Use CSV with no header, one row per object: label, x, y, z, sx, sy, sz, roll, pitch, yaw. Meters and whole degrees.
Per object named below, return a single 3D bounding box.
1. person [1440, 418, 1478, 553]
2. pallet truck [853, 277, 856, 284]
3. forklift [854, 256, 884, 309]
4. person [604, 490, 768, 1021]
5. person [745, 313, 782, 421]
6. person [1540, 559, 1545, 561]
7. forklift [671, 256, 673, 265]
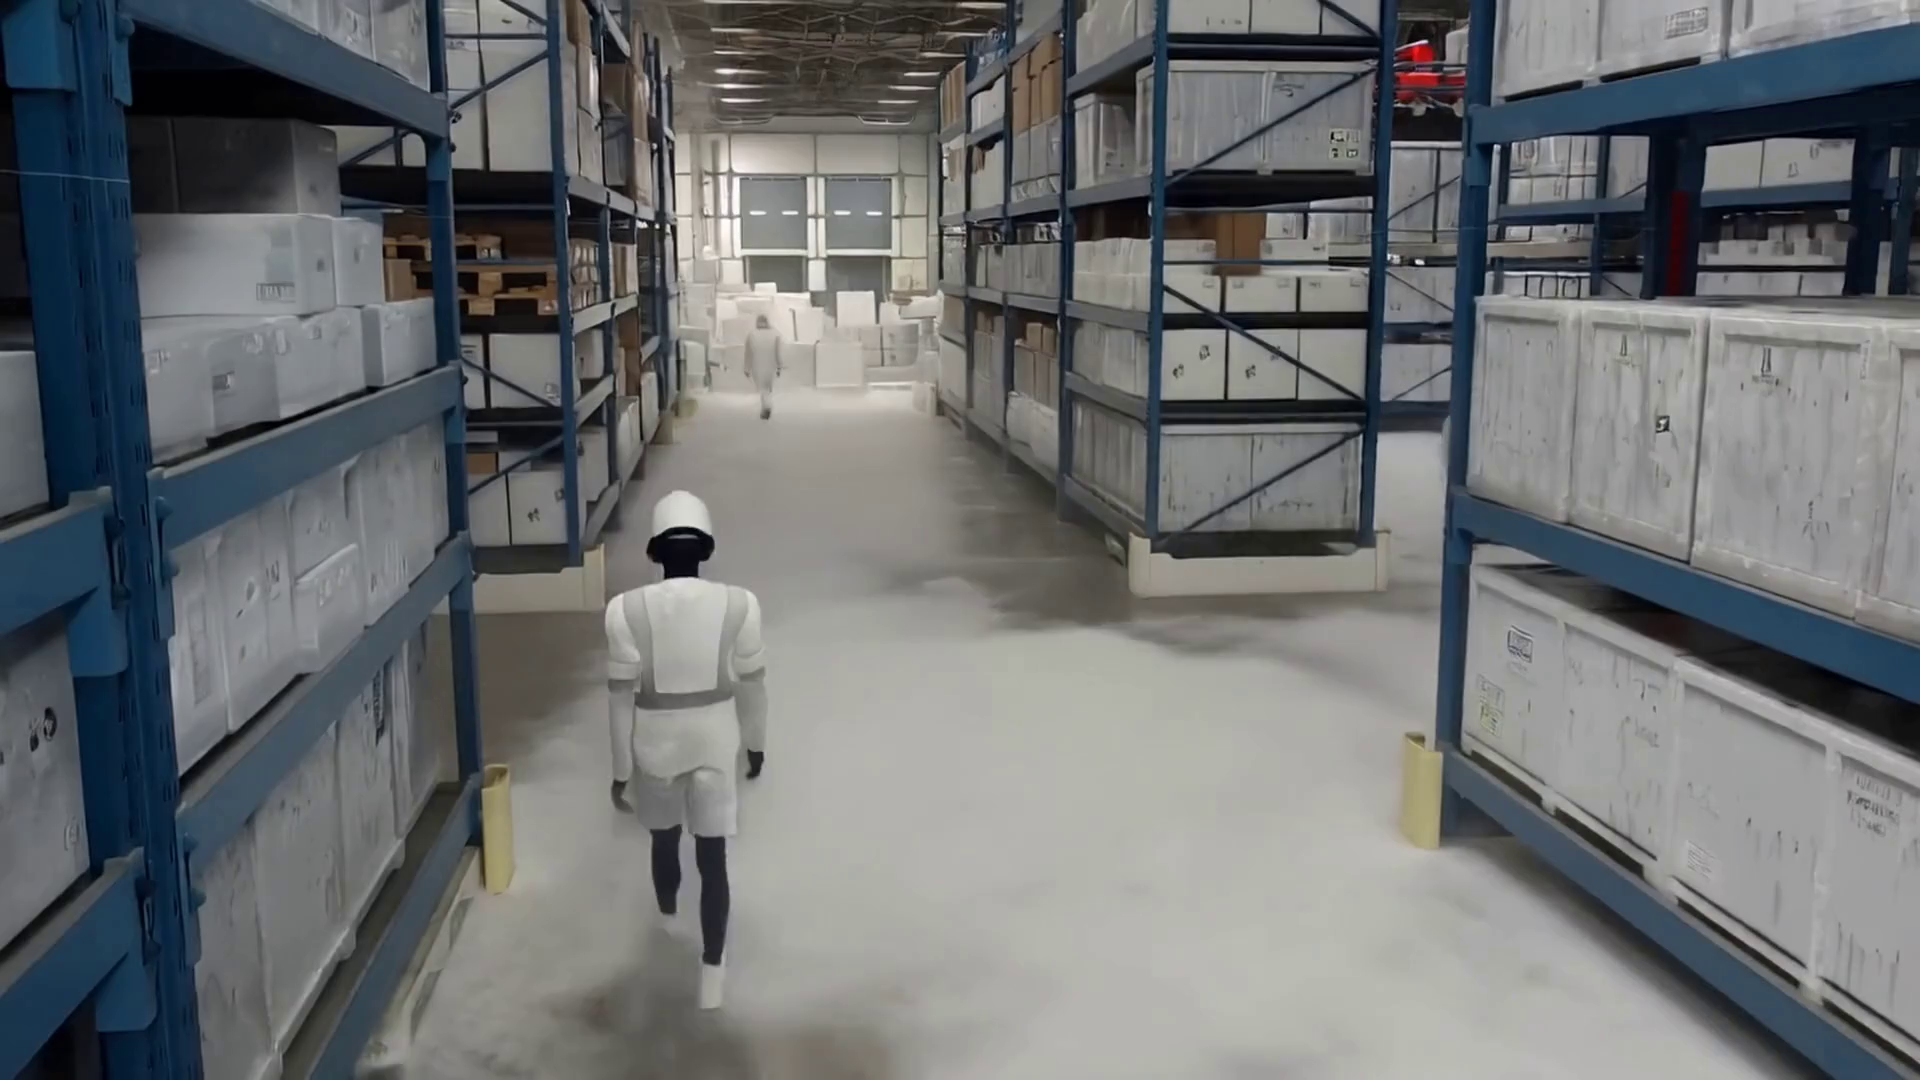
person,4.985,-0.689,16.351,0.528,1.590,0.856,2,10,12
pallet truck,-3.782,-9.391,65.808,1.885,1.965,0.823,2,10,10
forklift,-3.019,-8.045,55.401,1.129,2.768,1.873,-6,12,-33
person,-1.071,0.792,6.559,0.636,1.981,1.070,-3,10,-16
person,-3.432,-3.037,29.202,0.655,1.877,0.891,-5,11,-27
person,5.704,-0.554,14.707,1.017,1.868,0.609,2,10,13
forklift,-10.987,-9.066,61.344,1.129,2.768,1.873,-1,10,-7
